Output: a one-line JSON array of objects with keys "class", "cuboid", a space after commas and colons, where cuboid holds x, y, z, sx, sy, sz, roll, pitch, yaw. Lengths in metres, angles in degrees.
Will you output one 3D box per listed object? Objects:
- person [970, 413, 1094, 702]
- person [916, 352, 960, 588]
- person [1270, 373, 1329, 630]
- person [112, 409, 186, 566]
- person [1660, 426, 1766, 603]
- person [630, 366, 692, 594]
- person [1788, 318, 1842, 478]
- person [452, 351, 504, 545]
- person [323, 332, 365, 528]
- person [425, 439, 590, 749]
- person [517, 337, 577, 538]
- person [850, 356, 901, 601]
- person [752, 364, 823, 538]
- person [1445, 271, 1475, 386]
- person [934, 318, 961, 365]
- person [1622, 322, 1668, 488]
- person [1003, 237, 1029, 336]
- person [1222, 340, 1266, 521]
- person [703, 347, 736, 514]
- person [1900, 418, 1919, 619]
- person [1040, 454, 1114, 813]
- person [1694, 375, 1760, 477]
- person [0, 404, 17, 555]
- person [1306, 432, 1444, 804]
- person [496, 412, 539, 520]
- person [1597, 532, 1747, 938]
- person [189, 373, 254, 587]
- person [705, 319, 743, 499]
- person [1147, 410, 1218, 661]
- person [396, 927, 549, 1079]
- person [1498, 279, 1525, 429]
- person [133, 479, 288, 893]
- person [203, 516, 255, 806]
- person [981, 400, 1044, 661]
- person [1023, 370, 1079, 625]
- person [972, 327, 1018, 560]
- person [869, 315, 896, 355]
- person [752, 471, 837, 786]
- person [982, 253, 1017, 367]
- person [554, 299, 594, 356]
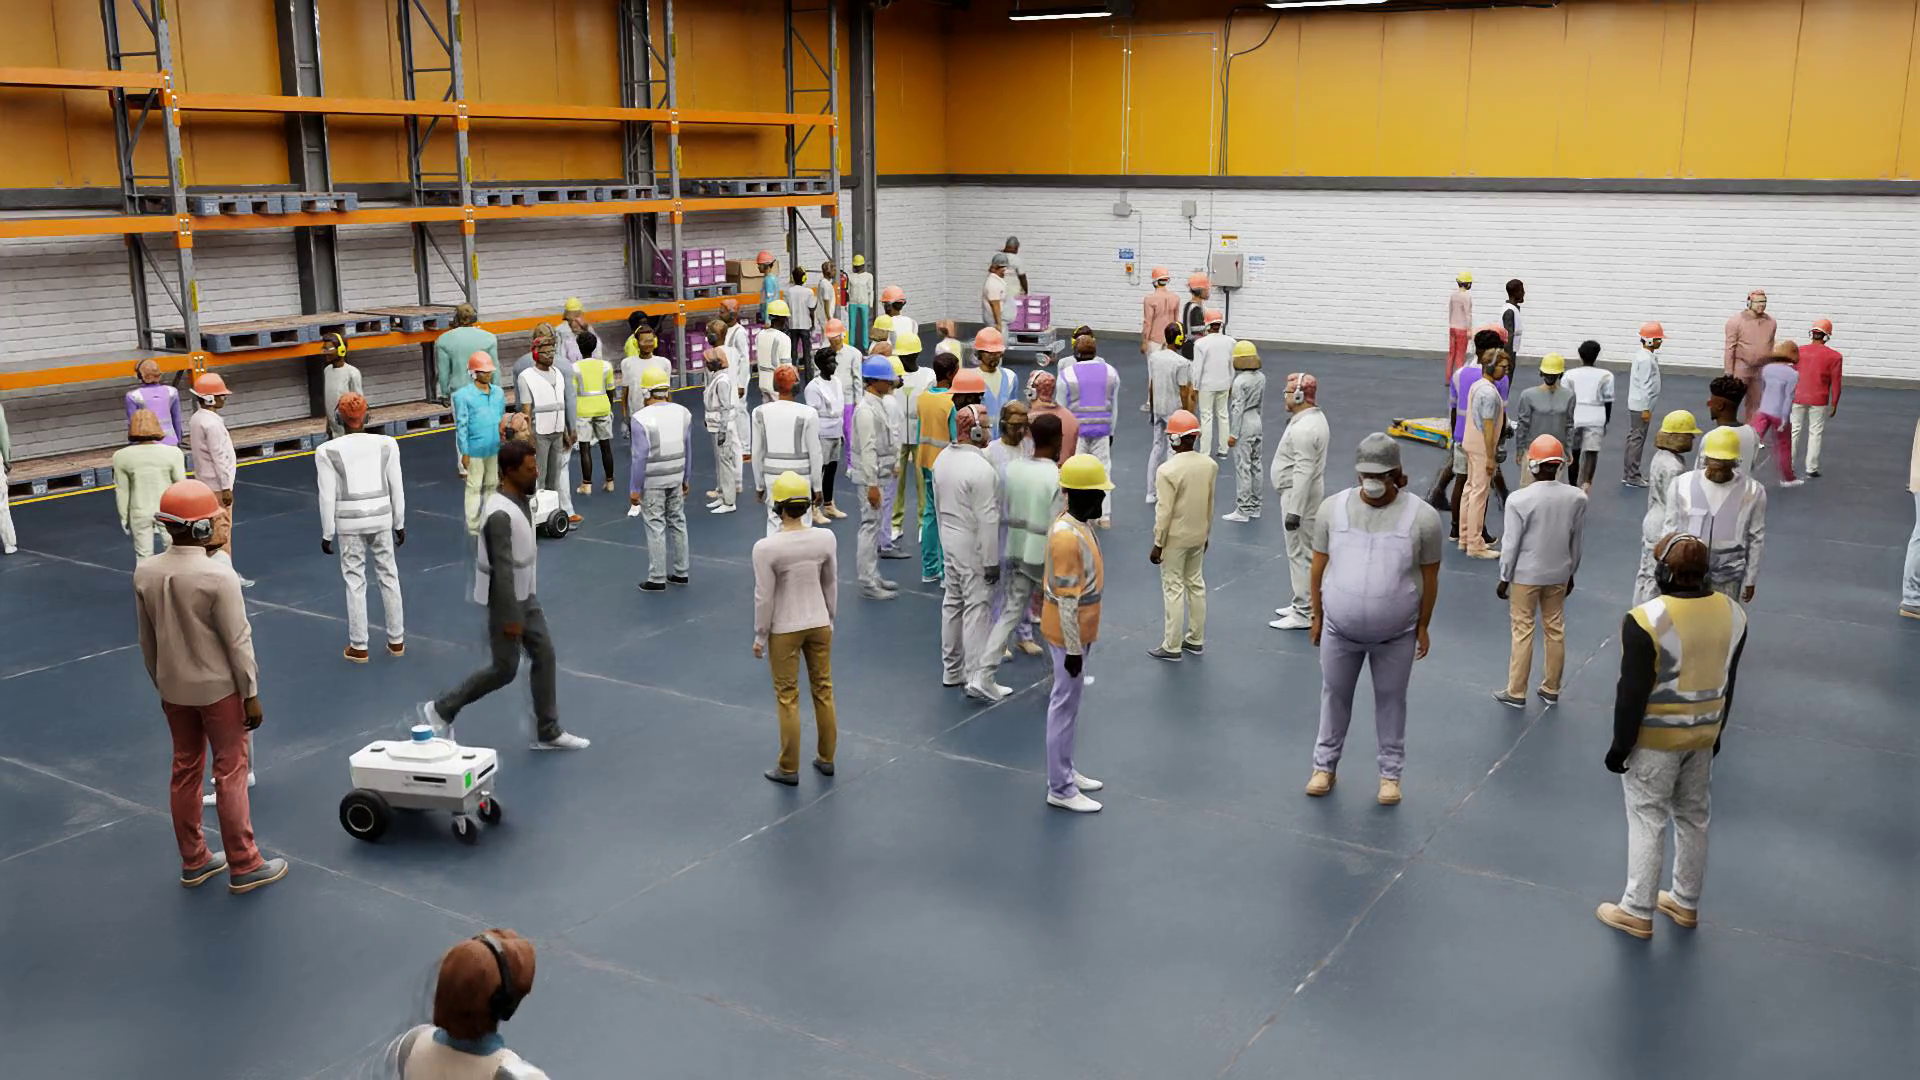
[{"class": "person", "cuboid": [0.463, 0.116, 10.695, 0.975, 1.881, 0.597, -12, 17, -41]}, {"class": "person", "cuboid": [-0.137, -0.567, 13.534, 0.384, 1.918, 0.596, -9, 16, -35]}, {"class": "person", "cuboid": [2.501, -0.288, 12.349, 0.402, 1.906, 0.652, 5, 14, 19]}, {"class": "person", "cuboid": [-6.032, -0.169, 12.457, 0.504, 1.628, 0.277, -3, 13, -14]}, {"class": "person", "cuboid": [4.719, 0.184, 10.481, 0.592, 1.826, 0.403, 6, 14, 26]}, {"class": "person", "cuboid": [-2.416, -0.483, 13.359, 0.404, 1.830, 0.599, 10, 16, 37]}, {"class": "person", "cuboid": [9.319, -1.552, 18.198, 0.574, 1.740, 0.348, 10, 16, 37]}, {"class": "person", "cuboid": [-4.300, -0.838, 15.064, 0.328, 1.753, 0.560, 8, 15, 32]}, {"class": "person", "cuboid": [-5.762, -1.009, 15.558, 0.521, 1.873, 0.335, 9, 16, 33]}, {"class": "person", "cuboid": [-2.672, 0.339, 9.683, 0.851, 1.880, 0.594, 0, 13, 1]}, {"class": "person", "cuboid": [-3.841, -0.961, 15.401, 0.389, 1.846, 0.567, 6, 14, 24]}, {"class": "person", "cuboid": [-0.665, -0.490, 13.182, 0.409, 1.939, 0.638, 1, 13, 3]}, {"class": "person", "cuboid": [-1.339, -0.432, 13.026, 0.572, 1.883, 0.358, 4, 14, 18]}, {"class": "person", "cuboid": [7.605, -3.190, 25.243, 0.315, 1.769, 0.524, -4, 14, -16]}, {"class": "person", "cuboid": [-0.150, -1.770, 19.392, 0.358, 1.629, 0.555, 8, 15, 31]}, {"class": "person", "cuboid": [7.283, -1.443, 17.689, 0.327, 1.753, 0.563, 4, 13, 15]}, {"class": "person", "cuboid": [1.019, -4.722, 31.287, 1.046, 2.000, 0.698, -11, 17, -40]}, {"class": "person", "cuboid": [2.737, -1.051, 16.020, 0.305, 1.742, 0.484, 11, 17, 39]}, {"class": "person", "cuboid": [-2.363, -1.082, 16.376, 0.307, 1.640, 0.525, -4, 13, -15]}, {"class": "person", "cuboid": [7.412, -0.396, 12.623, 0.379, 1.995, 0.612, 8, 15, 32]}, {"class": "person", "cuboid": [0.625, 0.486, 8.944, 0.375, 1.929, 0.585, 2, 13, 8]}, {"class": "person", "cuboid": [5.367, -0.189, 11.788, 0.618, 1.963, 0.361, -10, 16, -38]}, {"class": "person", "cuboid": [-8.551, -0.649, 14.498, 0.514, 1.642, 0.310, -10, 16, -36]}, {"class": "person", "cuboid": [2.213, 0.424, 8.966, 0.683, 2.000, 0.536, 5, 14, 21]}, {"class": "person", "cuboid": [-3.249, -0.126, 12.234, 0.307, 1.639, 0.525, 0, 13, -2]}, {"class": "person", "cuboid": [3.159, 0.874, 7.453, 0.624, 1.844, 0.430, -5, 14, -19]}, {"class": "person", "cuboid": [-6.031, -0.482, 13.526, 0.330, 1.751, 0.565, -10, 17, -38]}, {"class": "person", "cuboid": [-2.438, -1.335, 17.027, 0.342, 1.845, 0.506, 6, 14, 25]}, {"class": "person", "cuboid": [1.533, -0.035, 11.585, 0.572, 1.750, 0.330, -11, 17, -40]}, {"class": "person", "cuboid": [-1.178, 1.748, 4.120, 0.538, 1.623, 0.346, 7, 15, 29]}, {"class": "person", "cuboid": [7.096, -2.412, 21.528, 0.382, 1.921, 0.596, 4, 14, 17]}, {"class": "person", "cuboid": [-3.571, 0.698, 7.880, 0.609, 1.995, 0.376, 4, 14, 18]}, {"class": "person", "cuboid": [-4.043, 0.621, 9.001, 0.278, 1.634, 0.497, -2, 13, -7]}, {"class": "person", "cuboid": [0.354, -0.067, 11.559, 0.515, 1.835, 0.359, -9, 16, -33]}, {"class": "person", "cuboid": [0.600, -0.319, 12.486, 0.399, 1.908, 0.643, 12, 18, 42]}, {"class": "person", "cuboid": [0.251, -0.806, 14.299, 0.608, 2.044, 0.377, -8, 15, -31]}, {"class": "person", "cuboid": [-0.868, -1.662, 18.699, 0.320, 1.729, 0.486, 2, 13, 9]}, {"class": "person", "cuboid": [-0.919, 0.492, 9.272, 0.523, 1.769, 0.323, -9, 16, -33]}, {"class": "person", "cuboid": [0.611, -3.383, 25.479, 0.535, 2.000, 0.696, 1, 13, 5]}, {"class": "person", "cuboid": [-4.836, -2.134, 20.815, 0.557, 1.734, 0.508, -2, 13, -10]}]
